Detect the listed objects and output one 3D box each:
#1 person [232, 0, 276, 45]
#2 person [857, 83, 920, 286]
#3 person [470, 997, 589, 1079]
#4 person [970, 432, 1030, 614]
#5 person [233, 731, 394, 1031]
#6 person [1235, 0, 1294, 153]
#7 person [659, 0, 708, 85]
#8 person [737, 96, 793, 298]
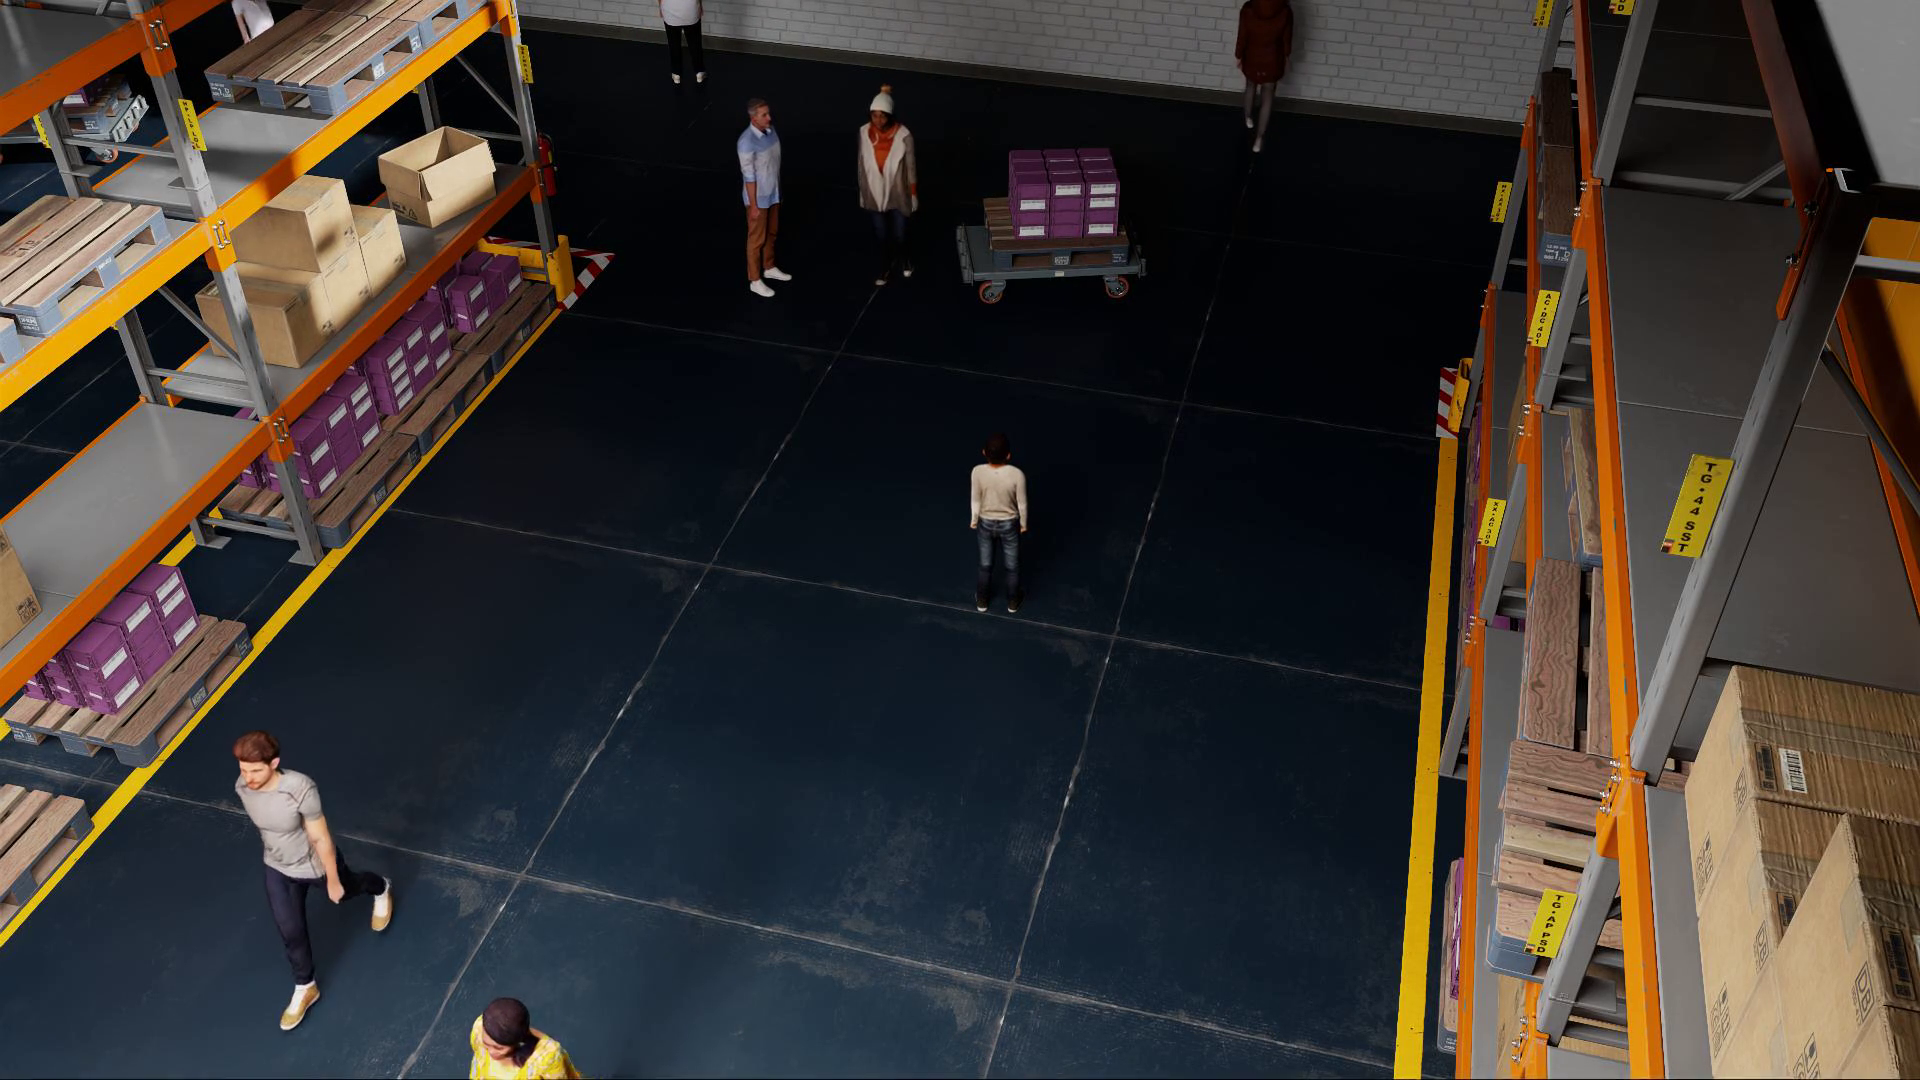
[{"bbox_3d":[-7.352,-5.157,17.451,0.727,1.722,0.625,21,43,24],"label":"person"},{"bbox_3d":[-0.601,-3.194,14.862,0.697,1.885,0.700,10,40,12],"label":"person"},{"bbox_3d":[-1.967,2.603,7.802,0.704,1.637,0.818,11,40,14],"label":"person"},{"bbox_3d":[0.258,-0.109,11.337,0.571,1.465,0.536,6,39,7],"label":"person"},{"bbox_3d":[-3.438,1.632,8.848,0.684,1.849,1.235,7,39,9],"label":"person"},{"bbox_3d":[3.102,-4.857,17.021,0.731,1.790,1.090,11,40,13],"label":"person"},{"bbox_3d":[-3.102,-5.917,18.427,0.732,1.692,0.721,-3,39,-3],"label":"person"},{"bbox_3d":[-1.756,-3.080,14.767,0.780,1.825,0.546,16,41,19],"label":"person"}]
